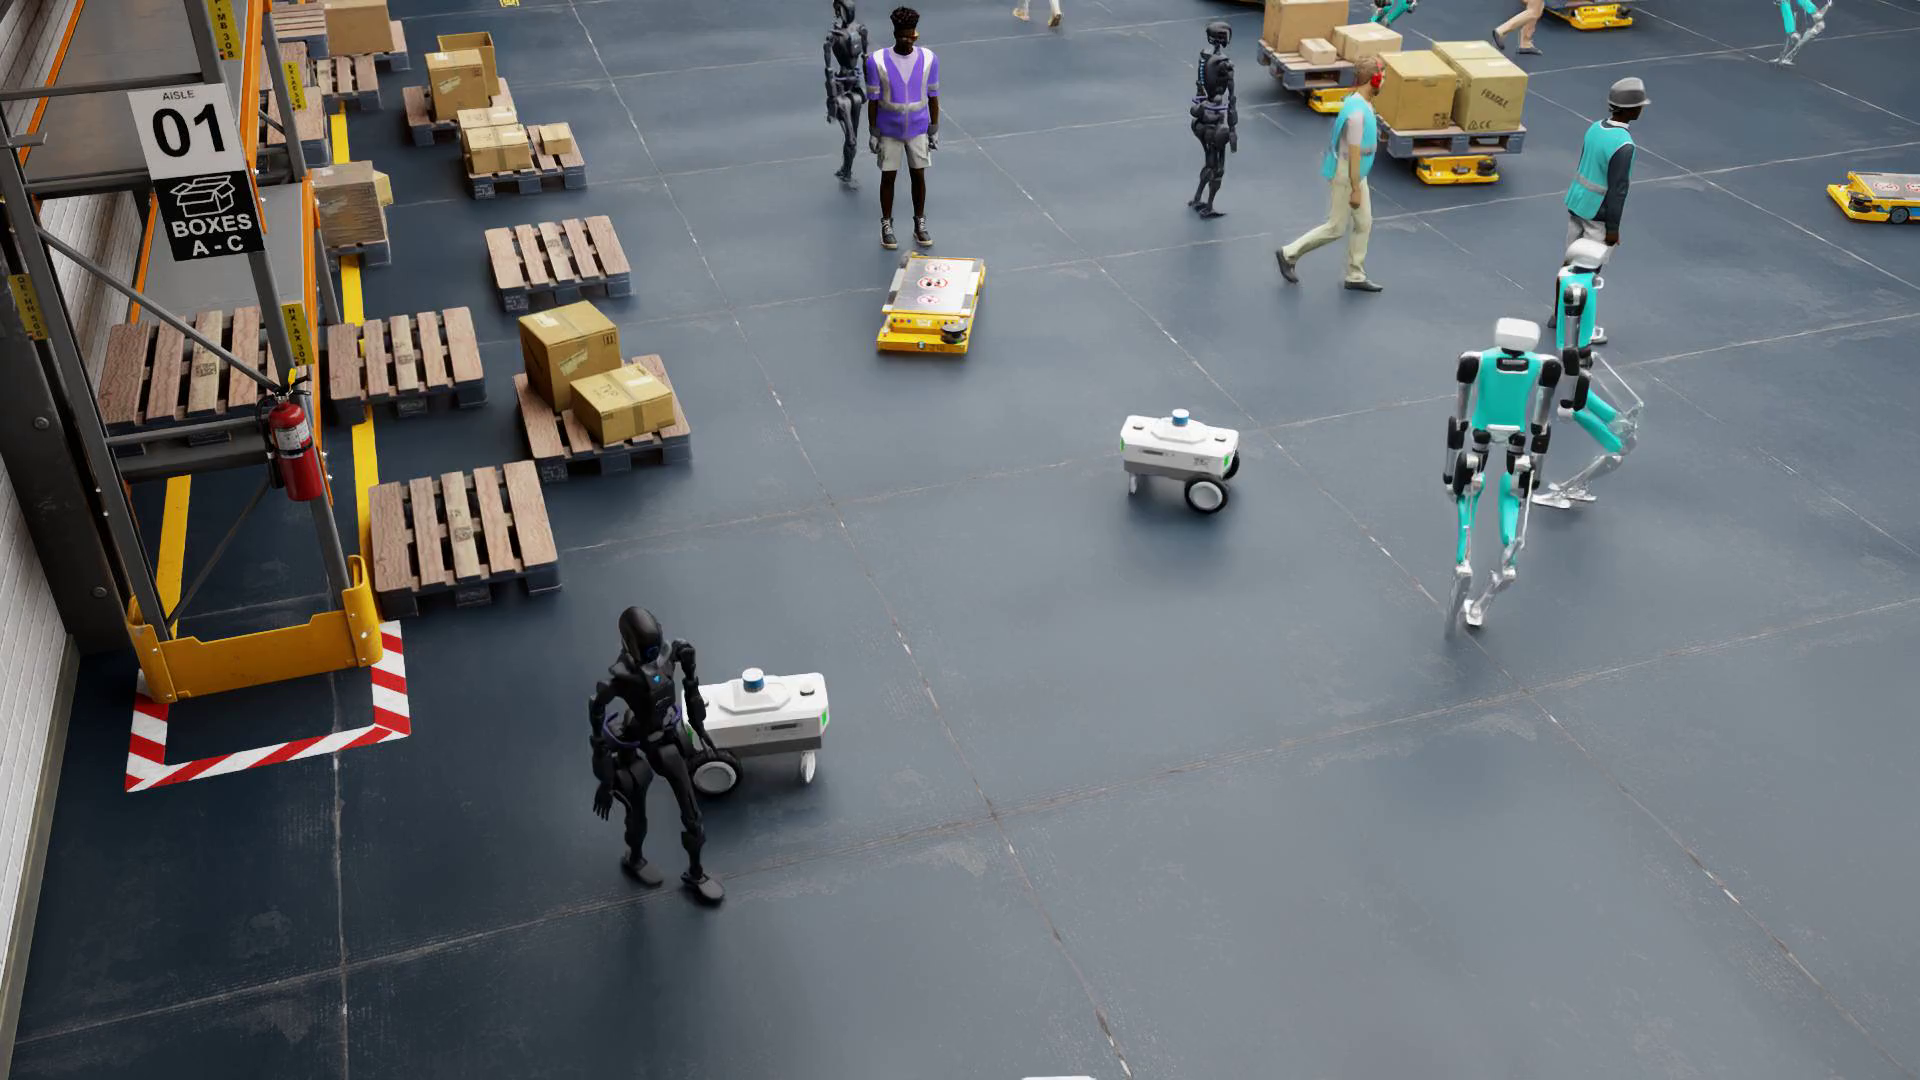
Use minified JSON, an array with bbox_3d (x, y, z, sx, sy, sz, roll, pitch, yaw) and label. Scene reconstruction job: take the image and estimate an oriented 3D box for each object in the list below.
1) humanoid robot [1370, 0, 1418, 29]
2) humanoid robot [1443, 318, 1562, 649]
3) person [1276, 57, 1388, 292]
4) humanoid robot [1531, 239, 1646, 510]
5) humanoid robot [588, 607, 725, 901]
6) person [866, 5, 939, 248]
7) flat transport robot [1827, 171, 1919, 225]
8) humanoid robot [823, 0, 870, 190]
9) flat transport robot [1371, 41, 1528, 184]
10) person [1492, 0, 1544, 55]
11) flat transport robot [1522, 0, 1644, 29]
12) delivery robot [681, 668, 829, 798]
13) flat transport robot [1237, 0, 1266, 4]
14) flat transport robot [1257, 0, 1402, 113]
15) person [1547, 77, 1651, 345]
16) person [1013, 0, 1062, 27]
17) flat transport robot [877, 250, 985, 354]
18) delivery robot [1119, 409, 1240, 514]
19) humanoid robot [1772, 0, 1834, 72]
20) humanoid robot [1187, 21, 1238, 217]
[{"bbox_3d":[4.410,-5.614,17.124,0.547,1.783,0.782,-12,35,-17],"label":"humanoid robot"},{"bbox_3d":[2.860,-0.193,8.905,0.530,1.880,0.779,4,33,6],"label":"humanoid robot"},{"bbox_3d":[2.918,-2.776,12.712,0.785,1.800,0.607,12,35,18],"label":"person"},{"bbox_3d":[3.813,-0.920,9.855,0.759,1.700,0.532,12,35,18],"label":"humanoid robot"},{"bbox_3d":[-1.342,0.898,7.209,0.613,1.624,0.526,-25,40,-33],"label":"humanoid robot"},{"bbox_3d":[-0.451,-3.320,13.408,0.602,1.958,0.375,-7,34,-11],"label":"person"},{"bbox_3d":[8.350,-2.936,14.362,1.431,0.231,0.659,4,33,6],"label":"flat transport robot"},{"bbox_3d":[-0.955,-3.934,14.608,0.496,1.649,0.589,24,40,32],"label":"humanoid robot"},{"bbox_3d":[4.428,-3.642,15.444,0.659,0.231,1.431,-3,33,-5],"label":"flat transport robot"},{"bbox_3d":[6.114,-6.015,17.794,0.550,1.661,0.493,6,34,9],"label":"person"},{"bbox_3d":[7.192,-6.292,19.508,0.659,0.231,1.431,-8,34,-13],"label":"flat transport robot"},{"bbox_3d":[-1.035,0.914,8.206,0.778,0.607,0.521,-6,34,-9],"label":"delivery robot"},{"bbox_3d":[3.694,-6.569,19.934,1.431,0.231,0.659,17,37,24],"label":"flat transport robot"},{"bbox_3d":[3.758,-4.696,17.062,0.659,0.231,1.431,-6,34,-8],"label":"flat transport robot"},{"bbox_3d":[4.565,-2.360,11.950,0.431,1.940,0.551,-4,33,-7],"label":"person"},{"bbox_3d":[0.900,-6.748,18.779,0.470,1.843,0.862,-15,36,-22],"label":"person"},{"bbox_3d":[-0.201,-1.820,12.650,0.659,0.231,1.431,4,33,5],"label":"flat transport robot"},{"bbox_3d":[1.382,-0.541,10.416,0.752,0.583,0.521,10,34,14],"label":"delivery robot"},{"bbox_3d":[8.807,-5.683,17.333,0.552,1.898,0.728,-25,41,-33],"label":"humanoid robot"},{"bbox_3d":[2.136,-3.526,13.968,0.338,1.648,0.589,-15,36,-21],"label":"humanoid robot"}]
